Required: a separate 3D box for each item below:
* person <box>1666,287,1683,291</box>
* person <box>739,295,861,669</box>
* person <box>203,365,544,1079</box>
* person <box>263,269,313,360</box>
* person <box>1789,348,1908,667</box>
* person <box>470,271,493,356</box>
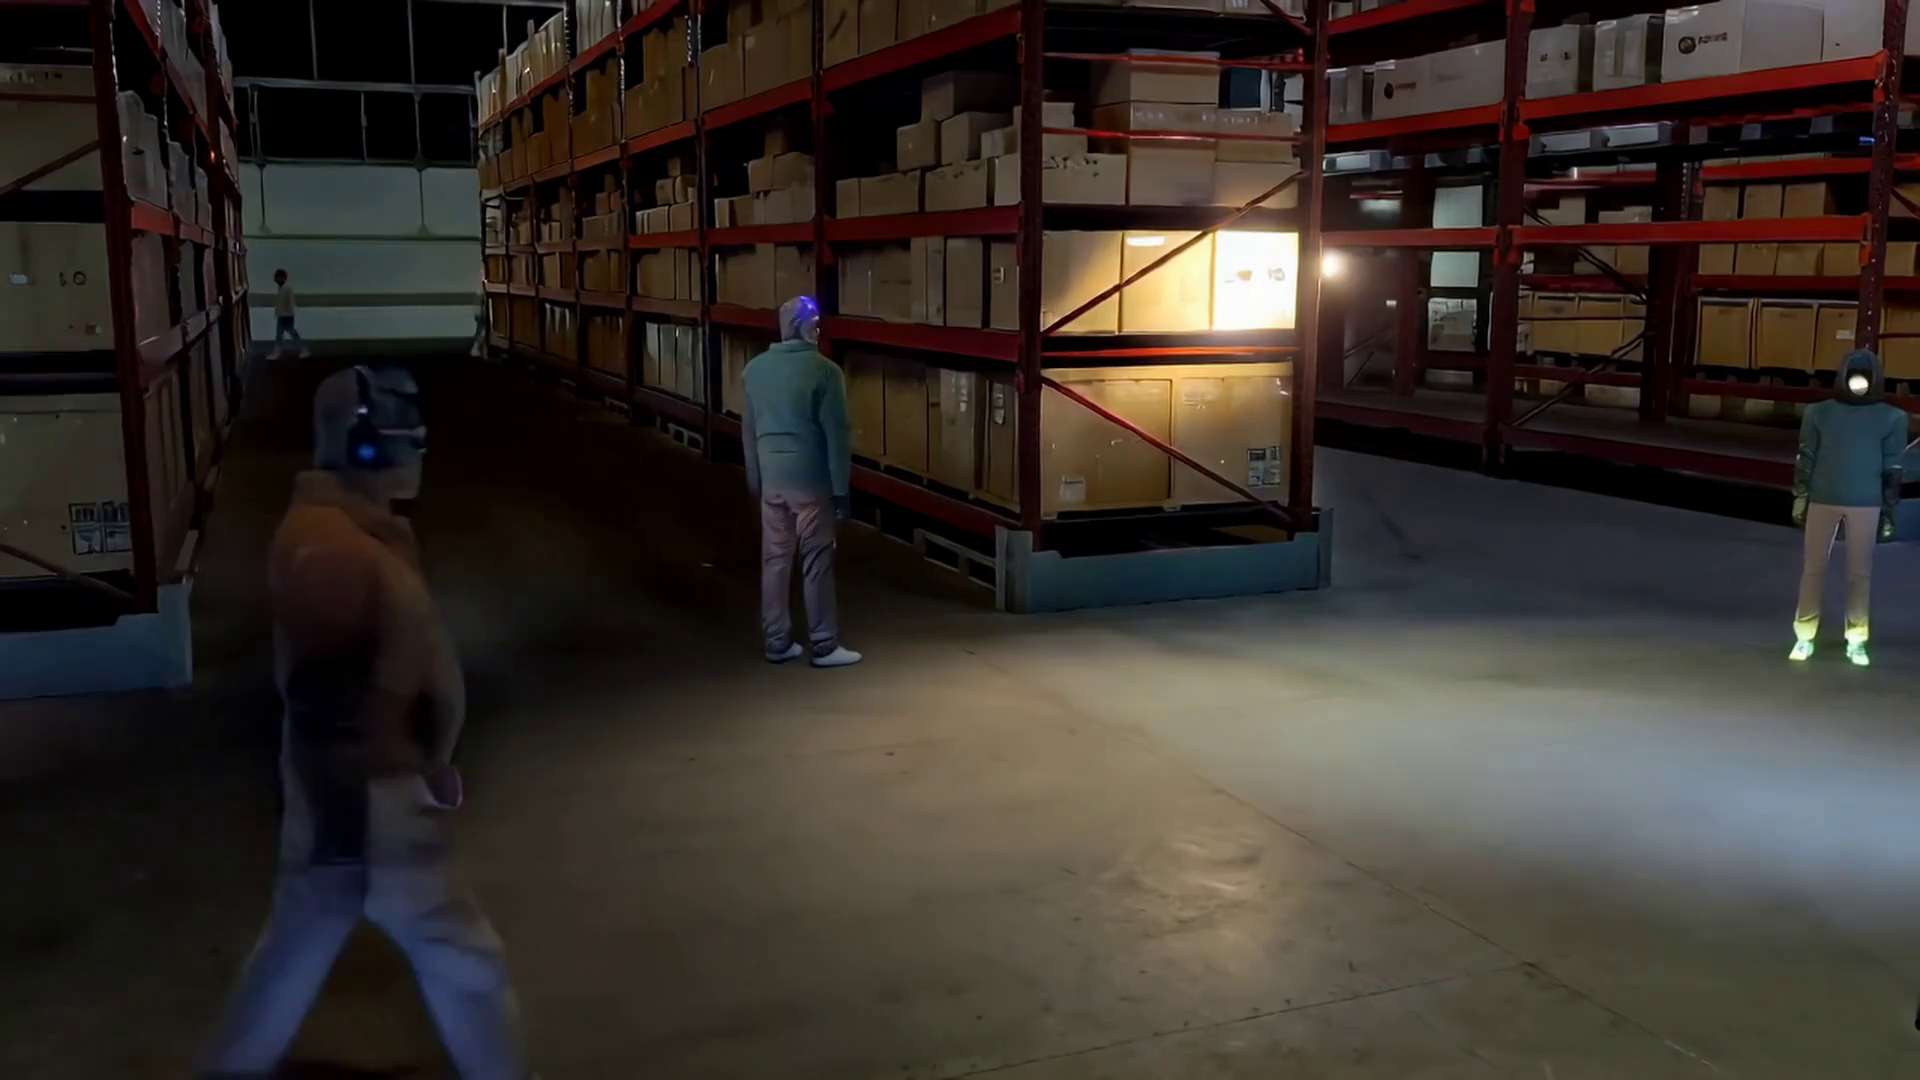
[{"bbox_3d":[14.564,-4.565,33.853,0.381,1.993,0.622,-9,13,-43],"label":"person"},{"bbox_3d":[-0.807,-0.295,8.539,0.641,1.910,0.401,6,11,33],"label":"person"},{"bbox_3d":[-1.300,0.544,3.674,0.987,1.857,0.648,-4,10,-23],"label":"person"},{"bbox_3d":[-14.351,-4.805,35.451,1.029,1.948,0.639,-6,11,-33],"label":"person"},{"bbox_3d":[4.564,-0.166,8.576,0.499,1.636,0.286,4,10,24],"label":"person"},{"bbox_3d":[-10.474,-4.986,36.729,0.827,1.872,0.608,-5,11,-30],"label":"person"}]
